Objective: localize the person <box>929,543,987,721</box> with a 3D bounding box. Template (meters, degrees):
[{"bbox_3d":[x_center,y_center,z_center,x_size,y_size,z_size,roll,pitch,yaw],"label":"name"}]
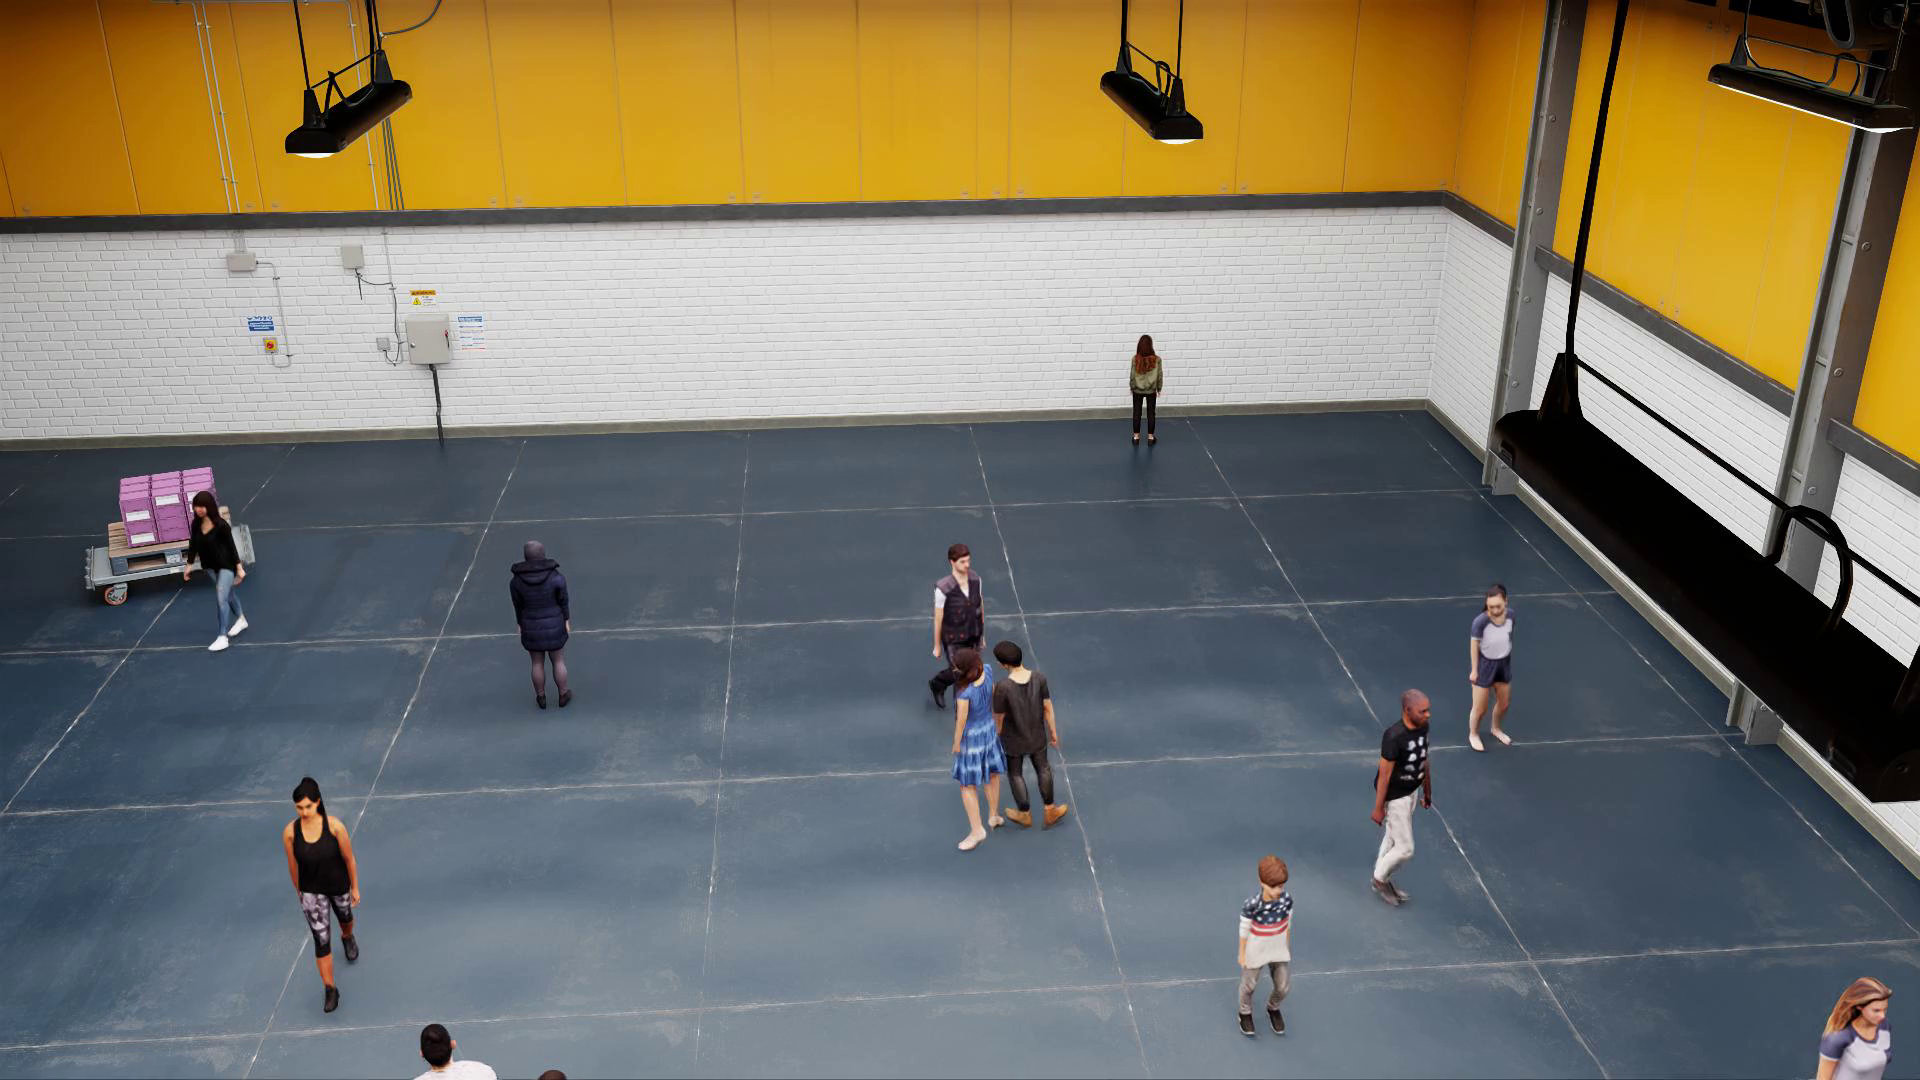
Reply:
[{"bbox_3d":[-0.057,0.861,14.874,1.069,1.818,1.240,-18,29,-35],"label":"person"}]

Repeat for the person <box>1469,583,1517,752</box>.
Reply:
[{"bbox_3d":[4.633,1.108,14.551,0.776,1.626,0.663,-15,27,-30],"label":"person"}]

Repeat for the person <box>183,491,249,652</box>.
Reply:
[{"bbox_3d":[-7.330,0.228,16.575,0.815,1.616,1.010,8,25,18],"label":"person"}]

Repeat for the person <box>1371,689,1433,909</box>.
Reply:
[{"bbox_3d":[3.239,1.897,12.536,0.811,1.793,0.855,-21,31,-39],"label":"person"}]

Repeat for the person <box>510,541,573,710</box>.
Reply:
[{"bbox_3d":[-3.827,0.771,15.260,0.668,1.674,0.647,-3,24,-7],"label":"person"}]

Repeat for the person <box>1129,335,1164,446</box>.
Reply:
[{"bbox_3d":[2.421,-1.967,21.773,0.625,1.475,0.556,3,24,6],"label":"person"}]

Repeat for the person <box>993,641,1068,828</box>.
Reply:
[{"bbox_3d":[0.546,1.575,13.421,0.854,1.674,0.642,-1,24,-3],"label":"person"}]

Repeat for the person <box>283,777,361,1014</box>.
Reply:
[{"bbox_3d":[-4.421,2.375,11.656,0.770,1.623,1.143,-8,25,-17],"label":"person"}]

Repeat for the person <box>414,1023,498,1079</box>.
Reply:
[{"bbox_3d":[-2.740,3.414,9.144,0.810,1.731,0.872,-8,25,-18],"label":"person"}]

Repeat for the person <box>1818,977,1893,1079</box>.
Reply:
[{"bbox_3d":[5.042,3.212,9.650,0.740,1.694,1.121,-6,24,-13],"label":"person"}]

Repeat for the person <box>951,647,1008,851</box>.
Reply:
[{"bbox_3d":[0.188,1.602,13.227,0.807,1.781,0.911,-22,32,-40],"label":"person"}]

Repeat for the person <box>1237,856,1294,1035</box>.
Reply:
[{"bbox_3d":[2.037,2.701,11.154,0.558,1.426,0.597,-5,24,-11],"label":"person"}]
